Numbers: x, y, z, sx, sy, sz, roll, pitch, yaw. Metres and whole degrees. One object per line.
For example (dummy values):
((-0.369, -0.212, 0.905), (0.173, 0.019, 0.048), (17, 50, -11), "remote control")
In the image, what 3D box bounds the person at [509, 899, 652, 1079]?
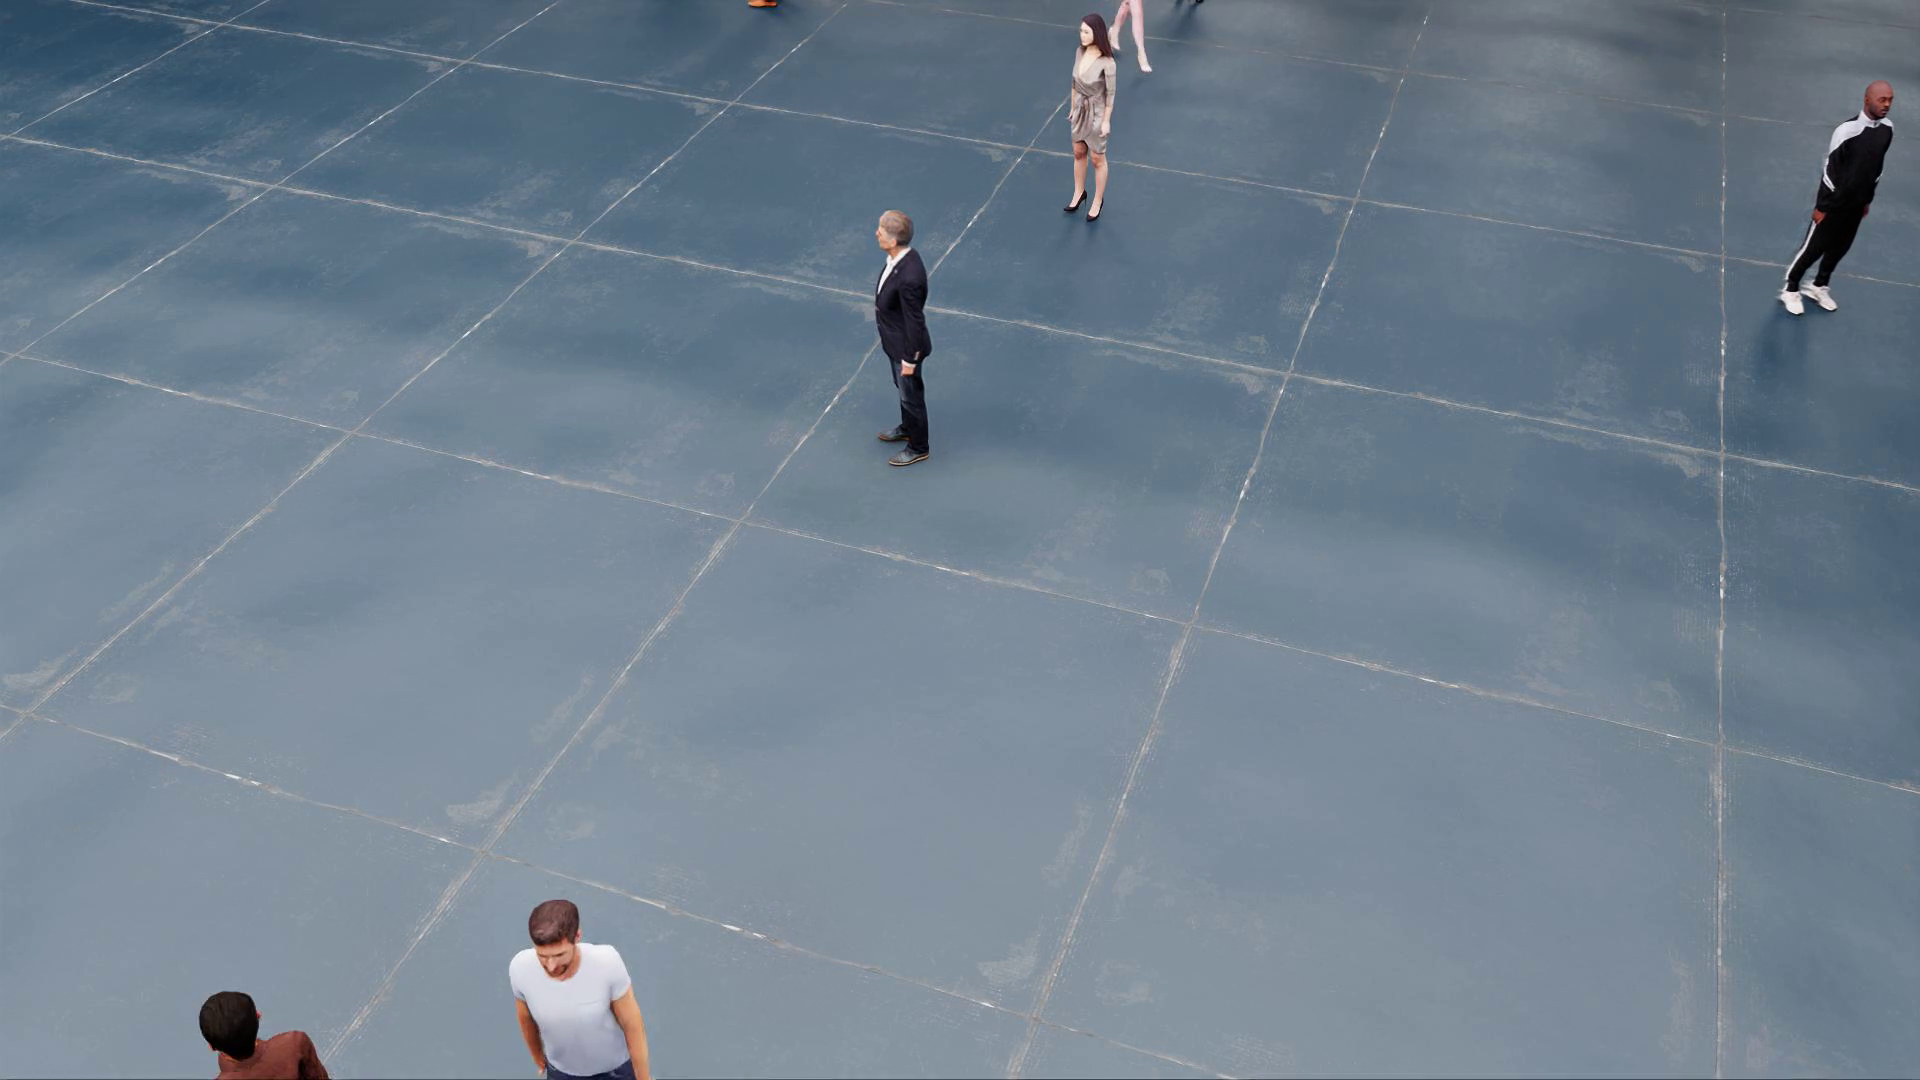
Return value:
((-1.456, 1.987, 6.634), (0.993, 1.829, 1.197), (-6, 38, -8), "person")

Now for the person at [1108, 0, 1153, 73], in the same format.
((1.683, -5.582, 16.368), (1.107, 1.758, 1.143), (-17, 41, -21), "person")

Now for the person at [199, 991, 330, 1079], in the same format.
((-2.458, 2.373, 6.221), (0.943, 1.730, 1.115), (24, 44, 27), "person")

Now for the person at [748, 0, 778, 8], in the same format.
((-2.075, -6.599, 17.627), (0.750, 1.808, 0.544), (9, 39, 12), "person")

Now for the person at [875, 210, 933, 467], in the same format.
((-0.362, -1.333, 10.890), (0.834, 1.815, 0.714), (-7, 39, -8), "person")

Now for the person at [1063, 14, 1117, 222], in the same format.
((1.076, -3.478, 13.688), (0.661, 1.745, 0.663), (-29, 46, -32), "person")

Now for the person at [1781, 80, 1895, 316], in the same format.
((6.626, -2.583, 12.482), (0.732, 1.822, 0.759), (-11, 39, -13), "person")
